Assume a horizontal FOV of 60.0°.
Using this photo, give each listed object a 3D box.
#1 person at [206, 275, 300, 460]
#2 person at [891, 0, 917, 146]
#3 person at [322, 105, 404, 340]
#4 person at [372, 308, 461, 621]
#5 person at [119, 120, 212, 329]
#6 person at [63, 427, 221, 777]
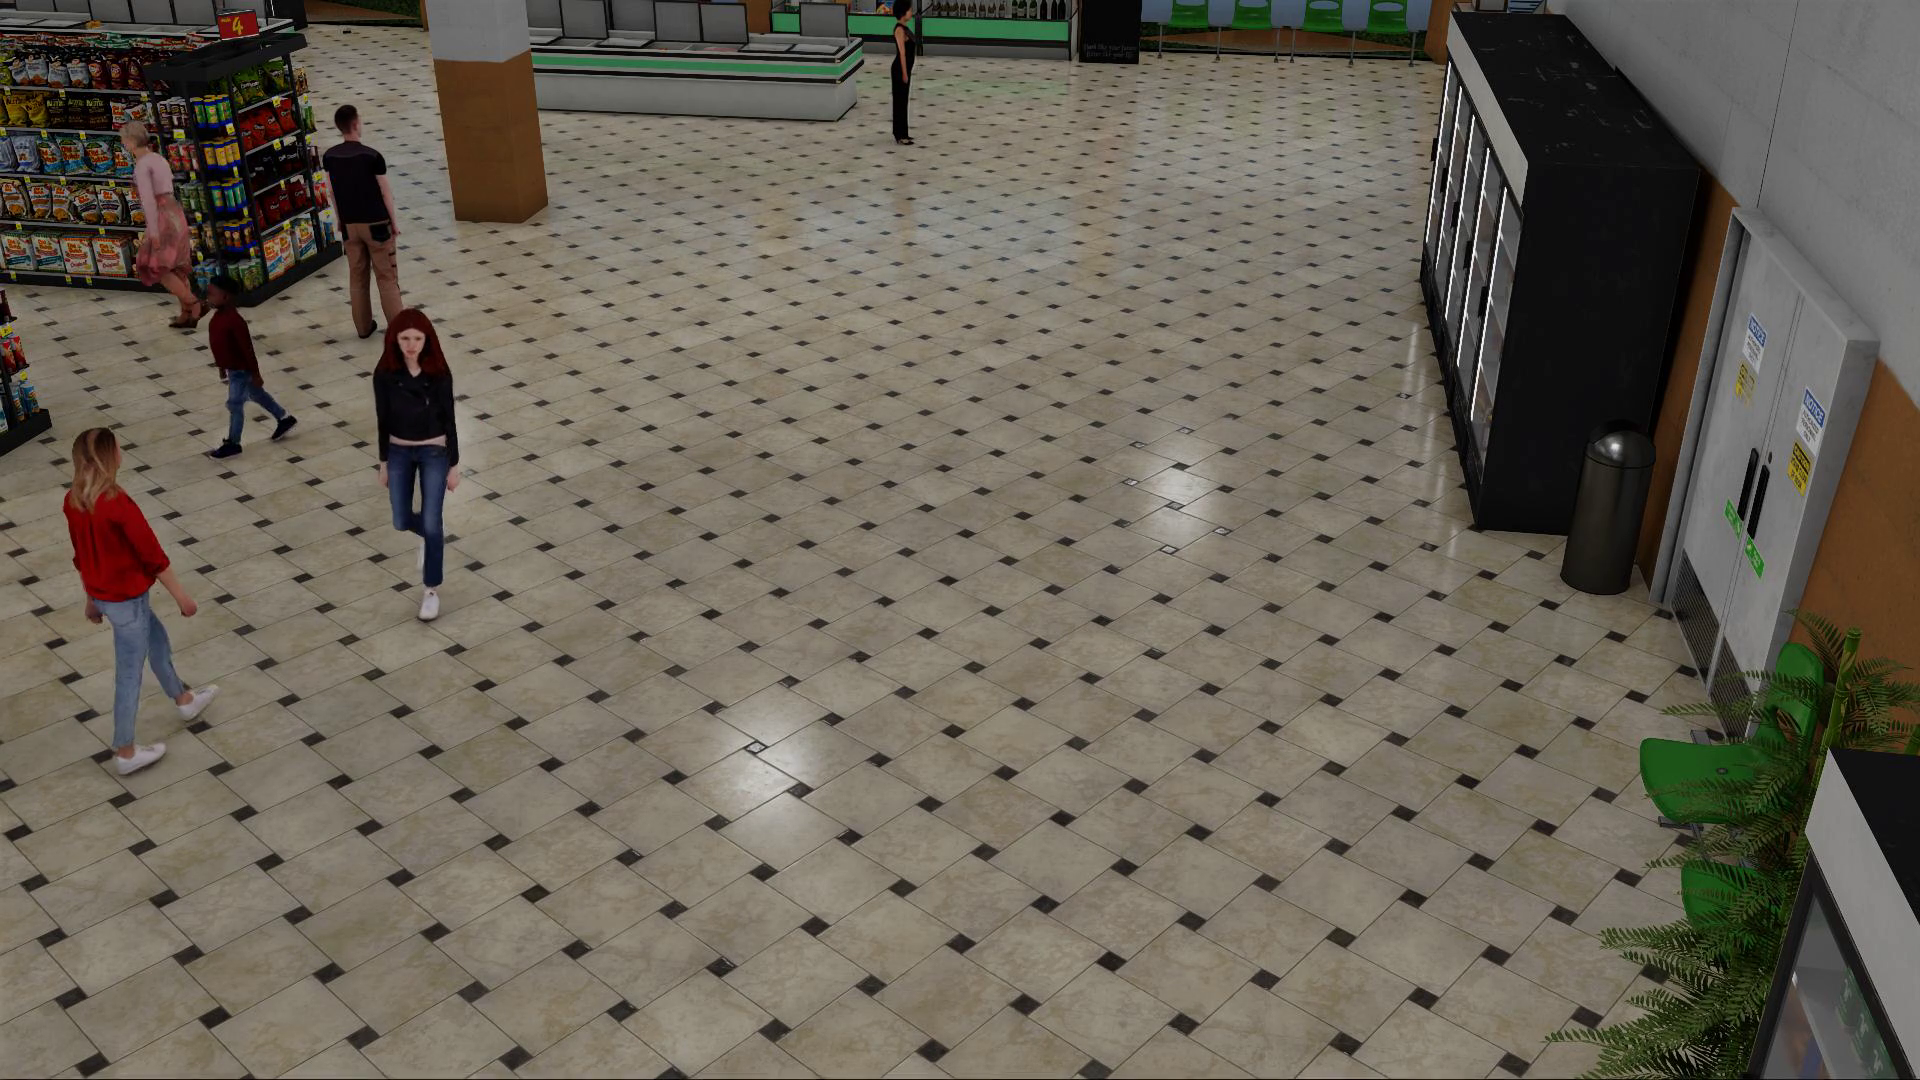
[{"bbox_3d":[-4.799,-1.196,11.221,0.882,1.243,0.874,-21,34,-36],"label":"person"},{"bbox_3d":[-0.672,-5.359,19.031,0.572,1.603,0.618,0,27,-1],"label":"person"},{"bbox_3d":[-4.704,-2.500,13.131,0.500,1.840,0.727,5,27,9],"label":"person"},{"bbox_3d":[-2.950,-0.455,9.174,0.875,1.773,0.808,0,27,-1],"label":"person"},{"bbox_3d":[-6.284,-2.498,13.309,0.752,1.678,0.705,-2,27,-3],"label":"person"},{"bbox_3d":[-3.951,0.333,7.726,0.957,1.677,0.892,16,31,28],"label":"person"}]
